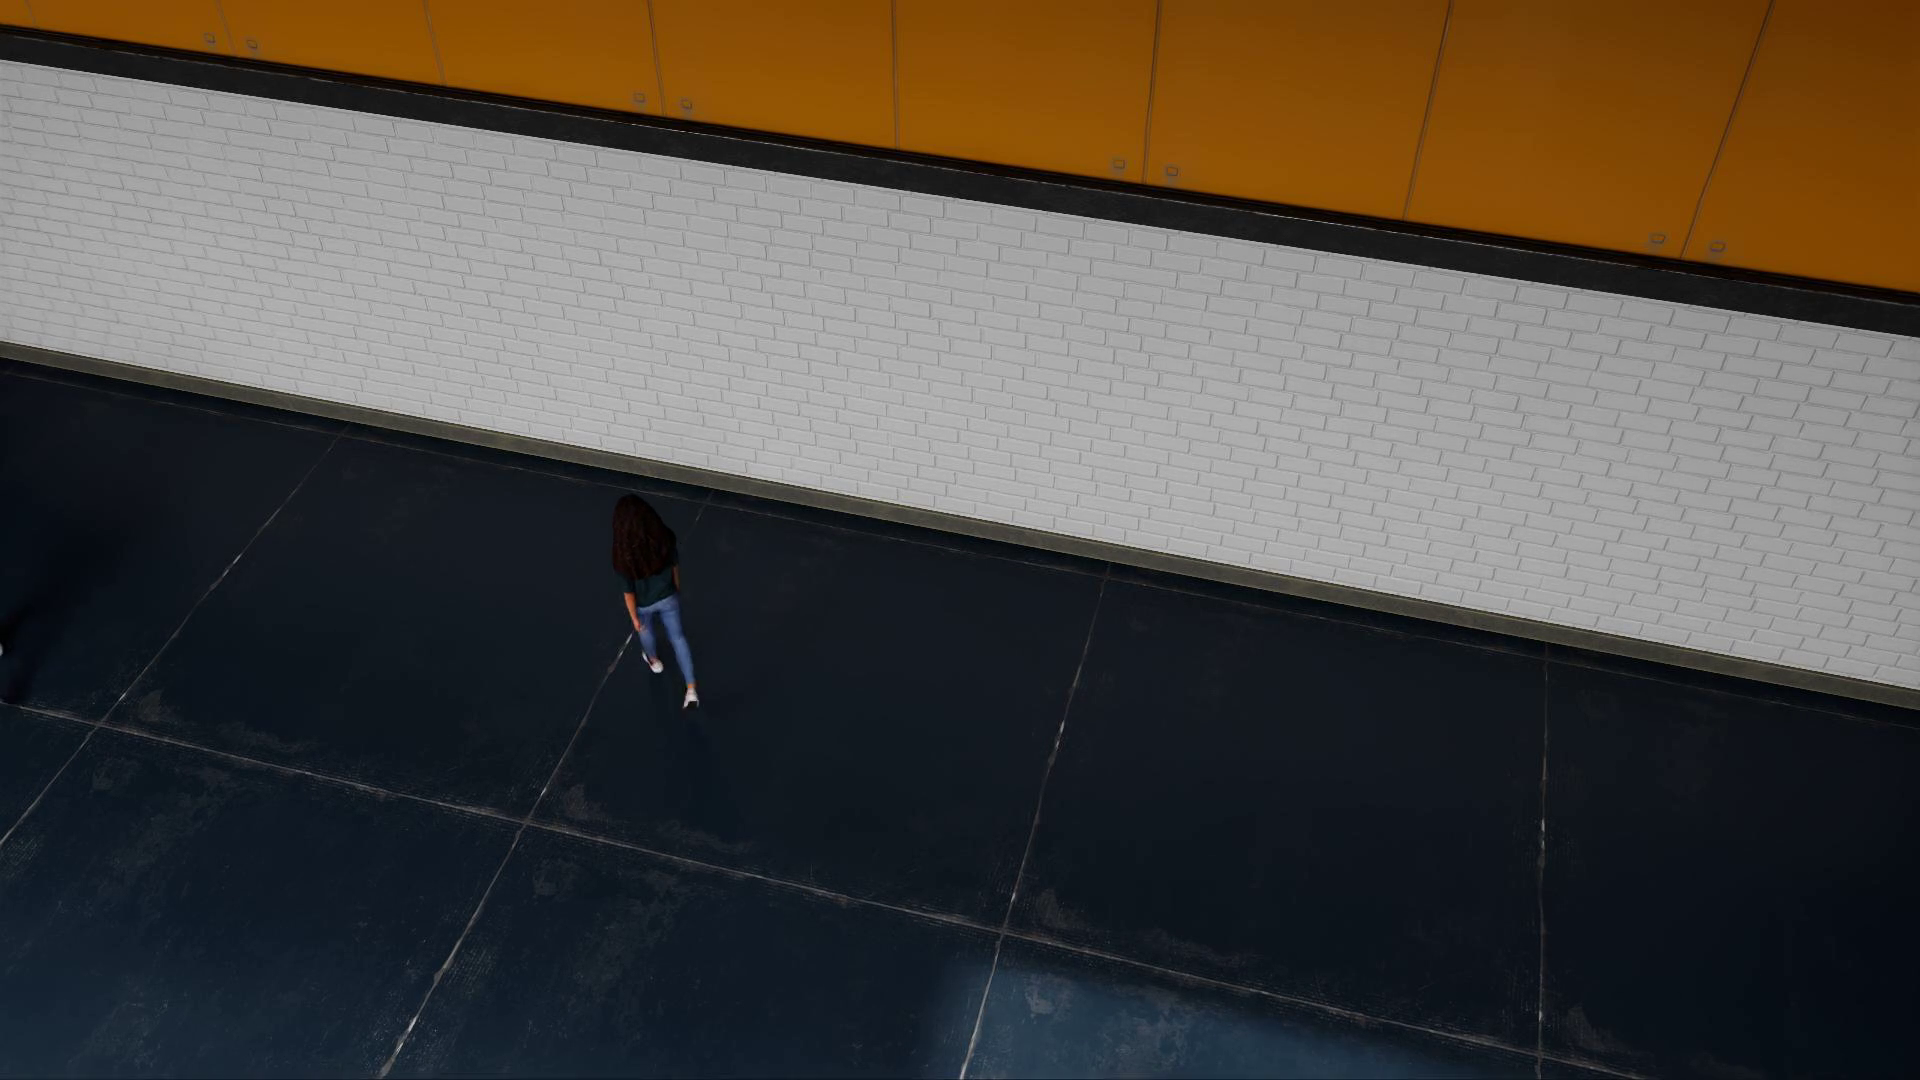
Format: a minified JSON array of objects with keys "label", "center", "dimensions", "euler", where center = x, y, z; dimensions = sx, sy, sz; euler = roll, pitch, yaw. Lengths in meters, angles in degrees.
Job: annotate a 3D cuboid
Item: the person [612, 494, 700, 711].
[{"label":"person","center":[-1.879,0.407,10.372],"dimensions":[1.002,1.592,1.076],"euler":[-21,47,-20]}]
